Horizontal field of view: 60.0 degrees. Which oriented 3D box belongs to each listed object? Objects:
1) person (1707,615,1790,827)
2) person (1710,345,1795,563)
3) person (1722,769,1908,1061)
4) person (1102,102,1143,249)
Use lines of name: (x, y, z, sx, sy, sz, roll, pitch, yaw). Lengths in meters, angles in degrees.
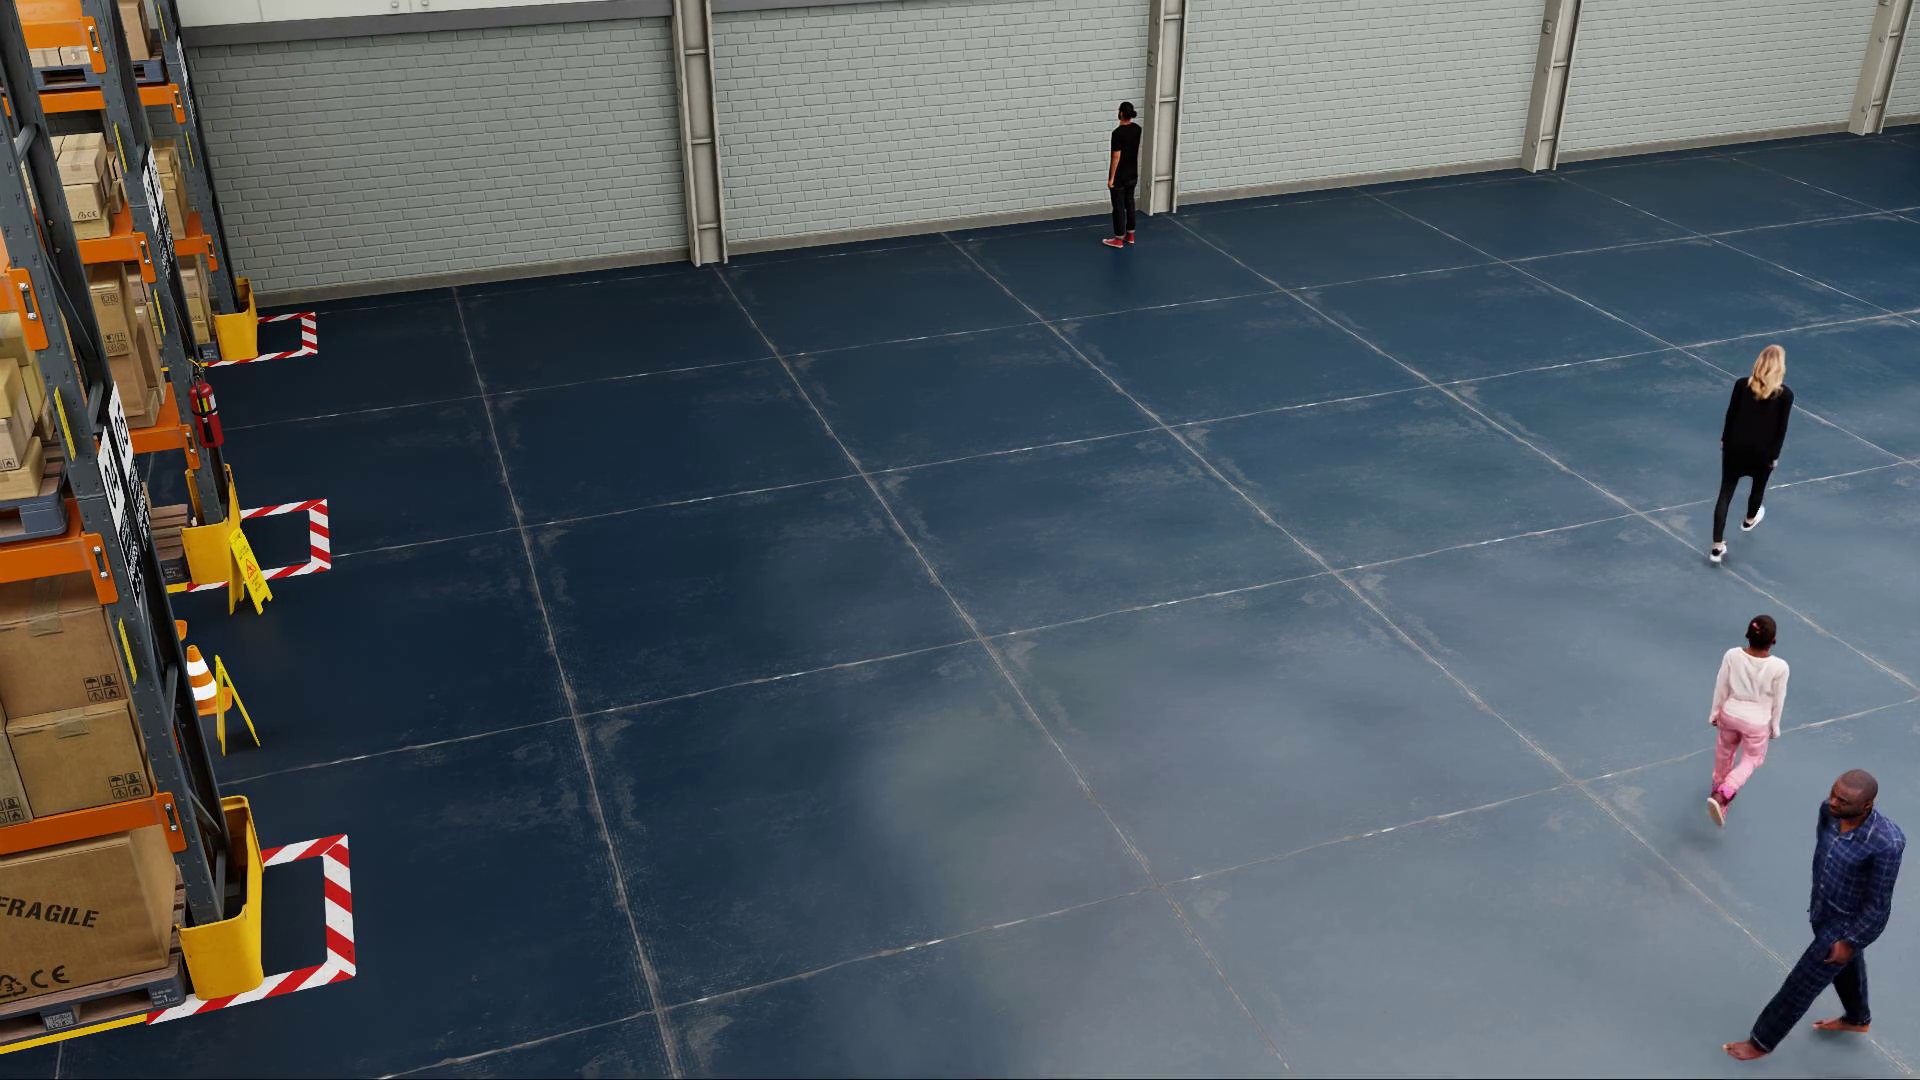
person: (4.784, 1.106, 10.158, 0.766, 1.433, 0.914, 24, 36, 37)
person: (6.171, -0.638, 13.089, 1.009, 1.757, 1.210, 20, 34, 33)
person: (4.489, 1.903, 8.307, 1.173, 1.766, 0.860, -1, 28, -2)
person: (1.998, -4.458, 20.260, 0.656, 1.758, 0.774, -25, 37, -38)
